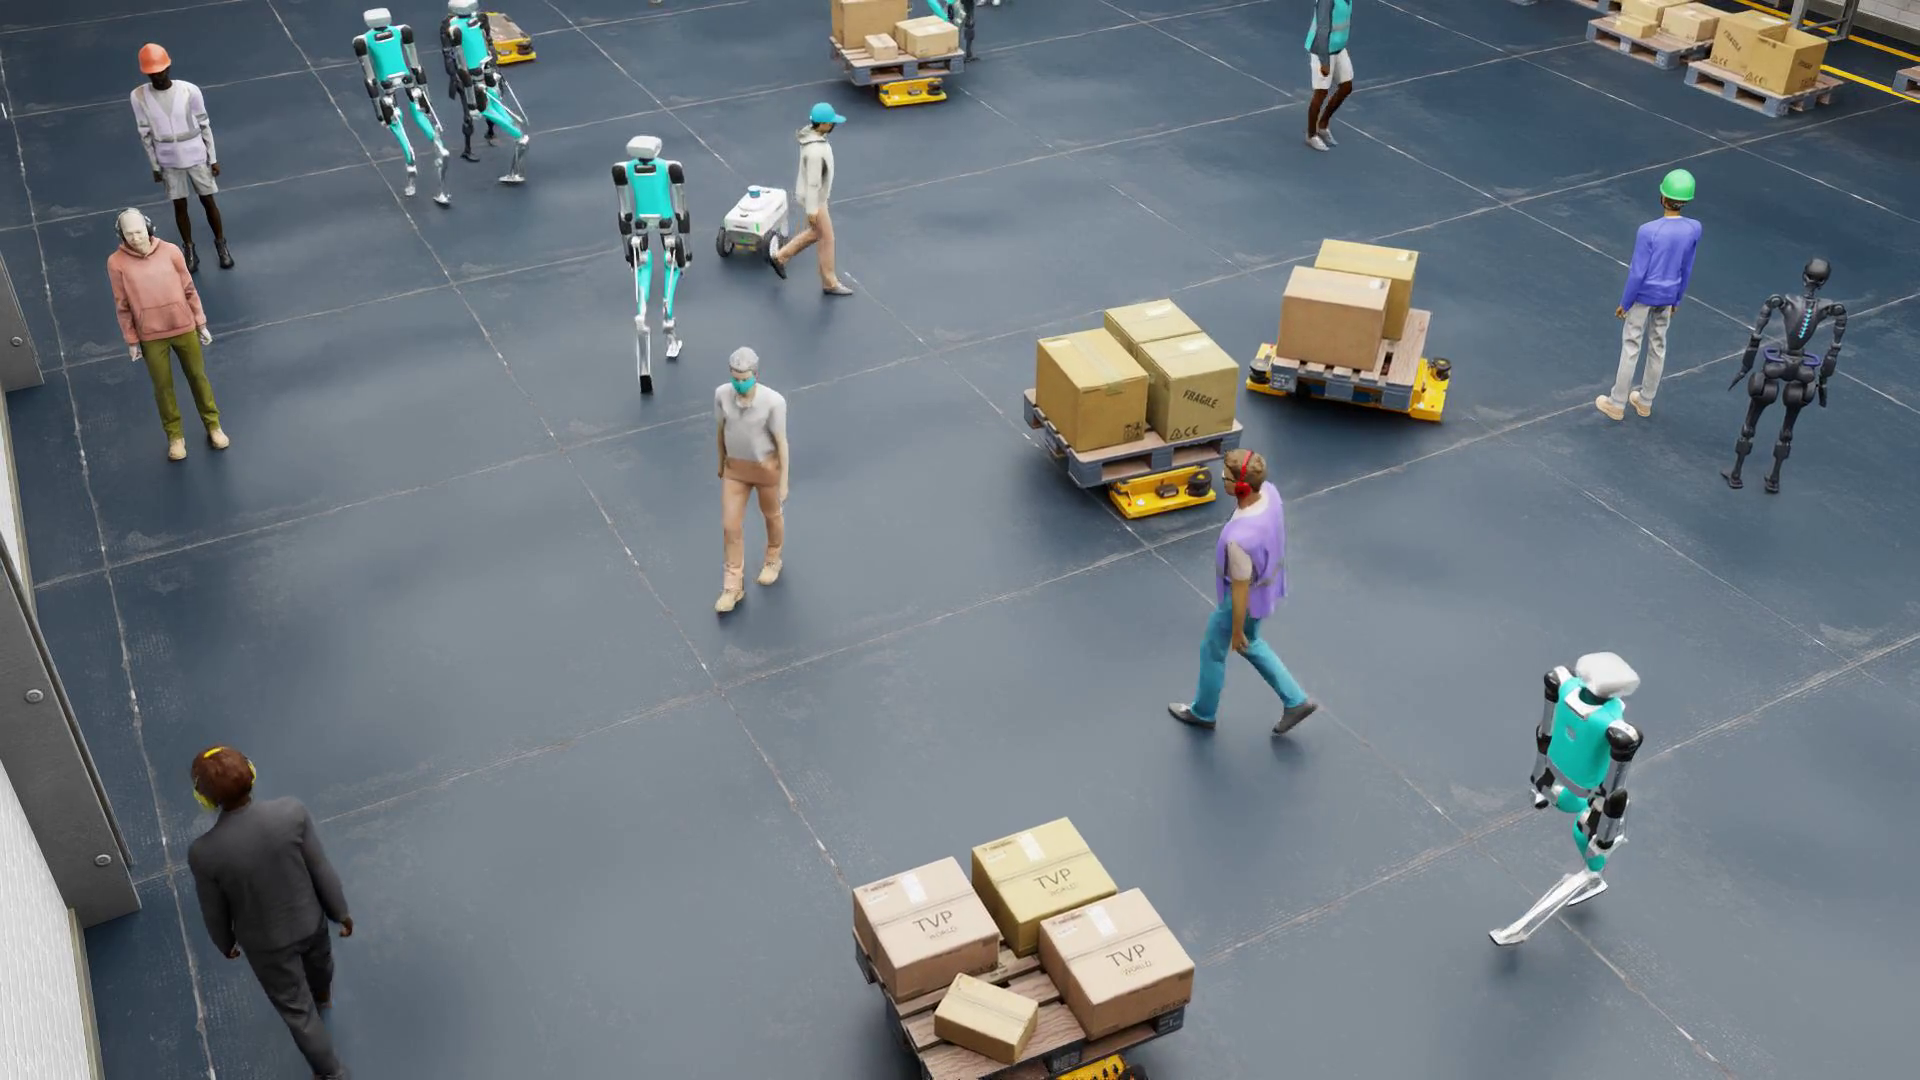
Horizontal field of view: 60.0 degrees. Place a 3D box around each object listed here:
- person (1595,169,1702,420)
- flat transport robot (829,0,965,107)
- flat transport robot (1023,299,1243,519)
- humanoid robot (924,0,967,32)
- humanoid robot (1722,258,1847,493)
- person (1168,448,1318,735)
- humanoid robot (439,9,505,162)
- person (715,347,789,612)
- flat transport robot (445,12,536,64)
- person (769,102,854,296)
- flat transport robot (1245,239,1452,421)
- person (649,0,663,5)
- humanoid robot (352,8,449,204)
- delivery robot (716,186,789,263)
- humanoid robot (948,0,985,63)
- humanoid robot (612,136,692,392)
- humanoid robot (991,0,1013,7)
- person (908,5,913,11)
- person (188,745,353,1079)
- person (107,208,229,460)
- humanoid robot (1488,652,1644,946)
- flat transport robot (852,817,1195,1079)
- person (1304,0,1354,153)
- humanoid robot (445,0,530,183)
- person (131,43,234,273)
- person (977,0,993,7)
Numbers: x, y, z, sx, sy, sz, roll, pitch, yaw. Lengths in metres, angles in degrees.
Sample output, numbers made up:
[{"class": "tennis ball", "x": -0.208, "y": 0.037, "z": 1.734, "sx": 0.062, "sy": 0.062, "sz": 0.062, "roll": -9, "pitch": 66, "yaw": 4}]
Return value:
[{"class": "person", "x": 4.890, "y": -1.721, "z": 11.778, "sx": 0.460, "sy": 1.873, "sz": 0.361, "roll": -4, "pitch": 35, "yaw": -6}, {"class": "flat transport robot", "x": -0.685, "y": -4.998, "z": 17.852, "sx": 0.659, "sy": 0.231, "sz": 1.431, "roll": -11, "pitch": 37, "yaw": -16}, {"class": "flat transport robot", "x": 1.171, "y": -0.641, "z": 11.631, "sx": 0.659, "sy": 0.231, "sz": 1.431, "roll": -12, "pitch": 37, "yaw": -17}, {"class": "humanoid robot", "x": -0.219, "y": -6.055, "z": 18.108, "sx": 0.815, "sy": 1.795, "sz": 0.540, "roll": 18, "pitch": 39, "yaw": 24}, {"class": "humanoid robot", "x": 5.472, "y": -1.091, "z": 11.045, "sx": 0.612, "sy": 1.653, "sz": 0.306, "roll": 9, "pitch": 36, "yaw": 12}, {"class": "person", "x": 1.579, "y": 0.324, "z": 8.899, "sx": 0.737, "sy": 1.822, "sz": 0.583, "roll": 19, "pitch": 39, "yaw": 25}, {"class": "humanoid robot", "x": -4.695, "y": -4.515, "z": 15.954, "sx": 0.431, "sy": 1.641, "sz": 0.586, "roll": 28, "pitch": 44, "yaw": 34}, {"class": "person", "x": -1.285, "y": -0.358, "z": 9.968, "sx": 0.508, "sy": 1.712, "sz": 0.778, "roll": 8, "pitch": 36, "yaw": 11}, {"class": "flat transport robot", "x": -5.331, "y": -5.684, "z": 18.831, "sx": 0.659, "sy": 0.231, "sz": 1.431, "roll": -17, "pitch": 39, "yaw": -23}, {"class": "person", "x": -1.223, "y": -2.739, "z": 13.421, "sx": 0.655, "sy": 1.649, "sz": 0.511, "roll": 0, "pitch": 35, "yaw": -1}, {"class": "flat transport robot", "x": 2.918, "y": -1.236, "z": 12.480, "sx": 1.431, "sy": 0.231, "sz": 0.659, "roll": 11, "pitch": 37, "yaw": 15}, {"class": "person", "x": -3.742, "y": -7.395, "z": 19.891, "sx": 0.594, "sy": 1.849, "sz": 0.856, "roll": -25, "pitch": 42, "yaw": -31}, {"class": "humanoid robot", "x": -4.932, "y": -3.794, "z": 14.874, "sx": 0.578, "sy": 1.774, "sz": 0.880, "roll": -20, "pitch": 40, "yaw": -26}, {"class": "delivery robot", "x": -1.768, "y": -2.757, "z": 14.416, "sx": 0.499, "sy": 0.611, "sz": 0.814, "roll": 9, "pitch": 36, "yaw": 13}, {"class": "humanoid robot", "x": -0.016, "y": -6.090, "z": 18.186, "sx": 0.589, "sy": 1.639, "sz": 0.405, "roll": 9, "pitch": 36, "yaw": 12}, {"class": "humanoid robot", "x": -2.293, "y": -1.982, "z": 12.291, "sx": 0.557, "sy": 1.796, "sz": 0.940, "roll": 2, "pitch": 35, "yaw": 2}, {"class": "humanoid robot", "x": 0.497, "y": -7.173, "z": 19.713, "sx": 0.554, "sy": 1.821, "sz": 0.719, "roll": 2, "pitch": 35, "yaw": 2}, {"class": "person", "x": -0.932, "y": -7.134, "z": 19.445, "sx": 0.645, "sy": 1.941, "sz": 0.635, "roll": 1, "pitch": 35, "yaw": 2}, {"class": "person", "x": -2.958, "y": 1.570, "z": 7.112, "sx": 0.519, "sy": 1.828, "sz": 0.939, "roll": -27, "pitch": 43, "yaw": -33}, {"class": "person", "x": -5.436, "y": -1.429, "z": 11.389, "sx": 0.536, "sy": 1.835, "sz": 0.344, "roll": -19, "pitch": 39, "yaw": -25}, {"class": "humanoid robot", "x": 2.978, "y": 1.189, "z": 7.740, "sx": 1.001, "sy": 1.736, "sz": 0.540, "roll": -15, "pitch": 38, "yaw": -20}, {"class": "flat transport robot", "x": 0.255, "y": 2.148, "z": 7.649, "sx": 0.659, "sy": 0.231, "sz": 1.431, "roll": -15, "pitch": 38, "yaw": -20}, {"class": "person", "x": 3.572, "y": -4.702, "z": 15.981, "sx": 0.519, "sy": 1.922, "sz": 0.600, "roll": 24, "pitch": 42, "yaw": 31}, {"class": "humanoid robot", "x": -4.202, "y": -4.012, "z": 15.242, "sx": 0.704, "sy": 1.866, "sz": 0.538, "roll": 8, "pitch": 36, "yaw": 11}, {"class": "person", "x": -6.431, "y": -3.154, "z": 13.765, "sx": 0.545, "sy": 1.938, "sz": 0.374, "roll": -11, "pitch": 37, "yaw": -16}, {"class": "person", "x": 0.457, "y": -7.315, "z": 19.808, "sx": 0.572, "sy": 1.821, "sz": 0.573, "roll": 23, "pitch": 41, "yaw": 29}]
